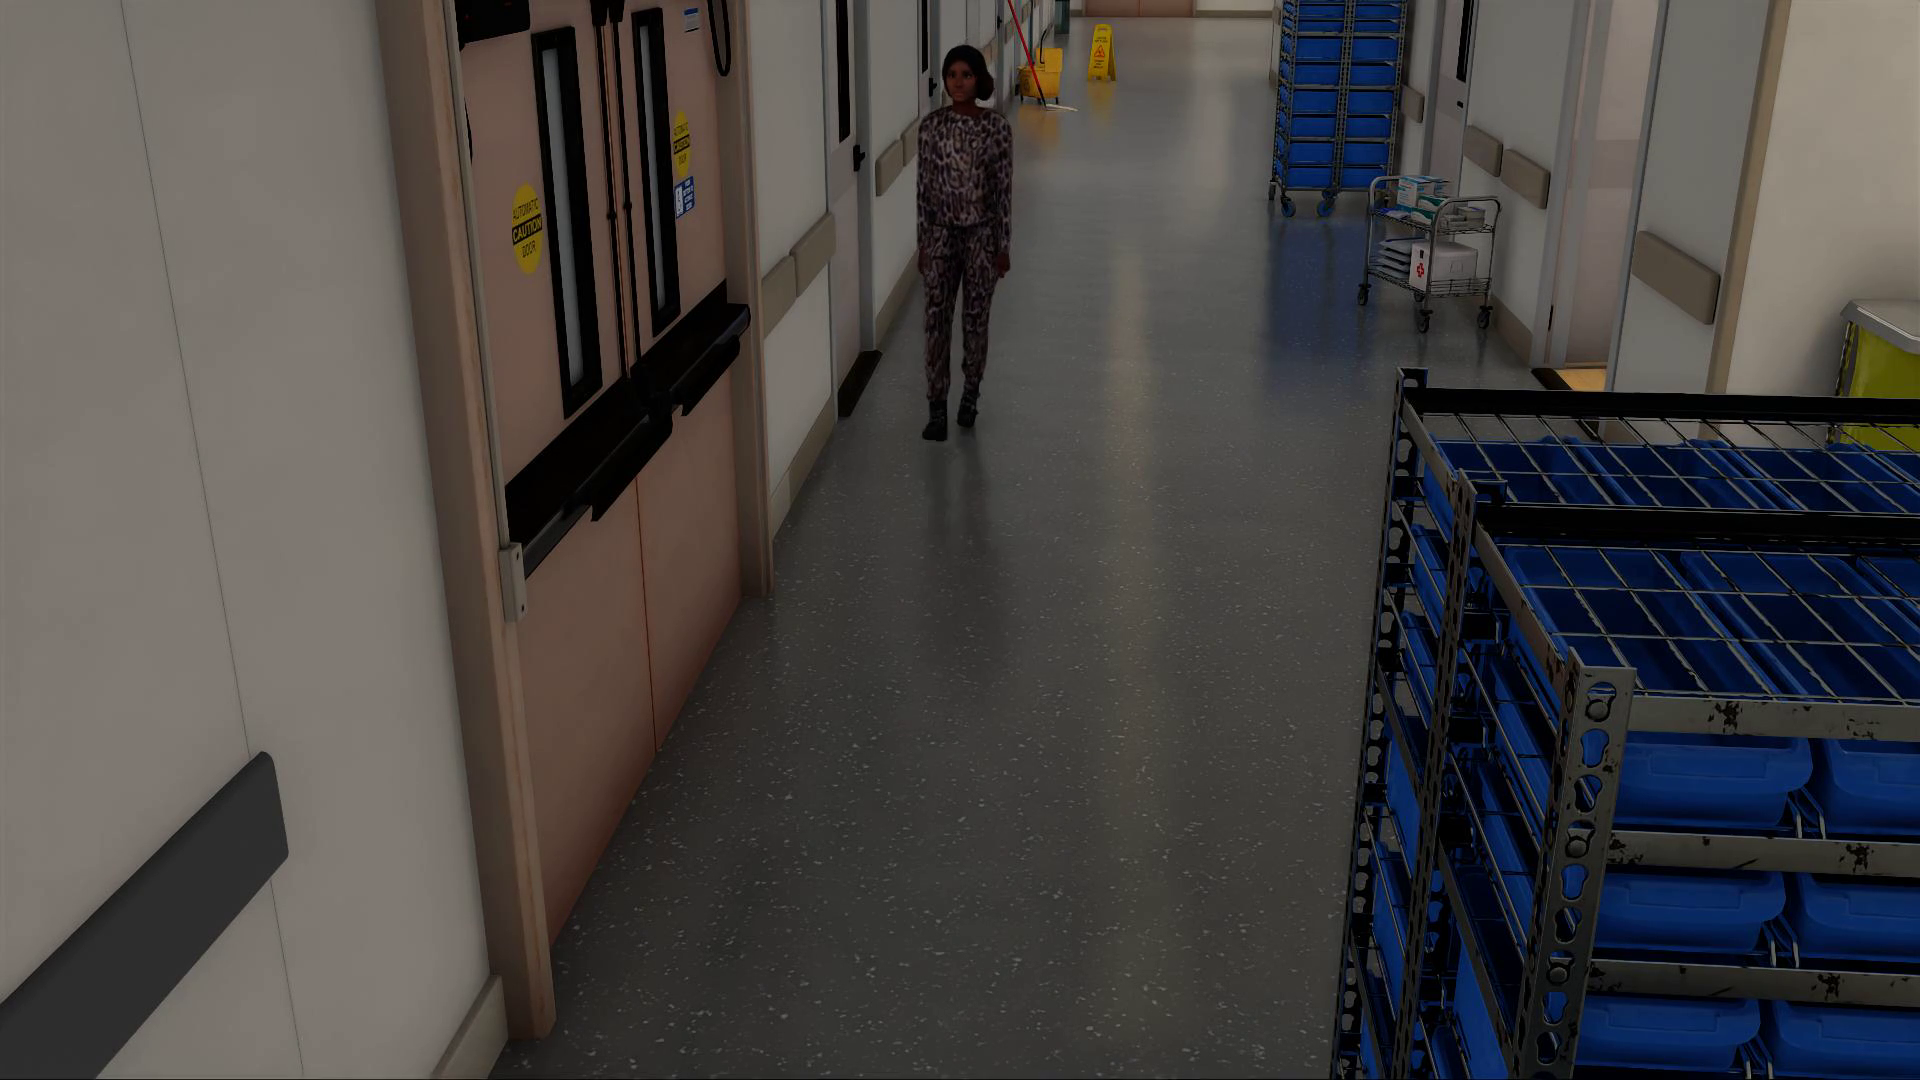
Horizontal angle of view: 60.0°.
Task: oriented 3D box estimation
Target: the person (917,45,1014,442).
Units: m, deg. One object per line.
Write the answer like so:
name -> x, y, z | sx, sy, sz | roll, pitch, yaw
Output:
person -> 0.033, -1.318, 7.431 | 0.615, 1.692, 0.934 | 3, 21, 8
